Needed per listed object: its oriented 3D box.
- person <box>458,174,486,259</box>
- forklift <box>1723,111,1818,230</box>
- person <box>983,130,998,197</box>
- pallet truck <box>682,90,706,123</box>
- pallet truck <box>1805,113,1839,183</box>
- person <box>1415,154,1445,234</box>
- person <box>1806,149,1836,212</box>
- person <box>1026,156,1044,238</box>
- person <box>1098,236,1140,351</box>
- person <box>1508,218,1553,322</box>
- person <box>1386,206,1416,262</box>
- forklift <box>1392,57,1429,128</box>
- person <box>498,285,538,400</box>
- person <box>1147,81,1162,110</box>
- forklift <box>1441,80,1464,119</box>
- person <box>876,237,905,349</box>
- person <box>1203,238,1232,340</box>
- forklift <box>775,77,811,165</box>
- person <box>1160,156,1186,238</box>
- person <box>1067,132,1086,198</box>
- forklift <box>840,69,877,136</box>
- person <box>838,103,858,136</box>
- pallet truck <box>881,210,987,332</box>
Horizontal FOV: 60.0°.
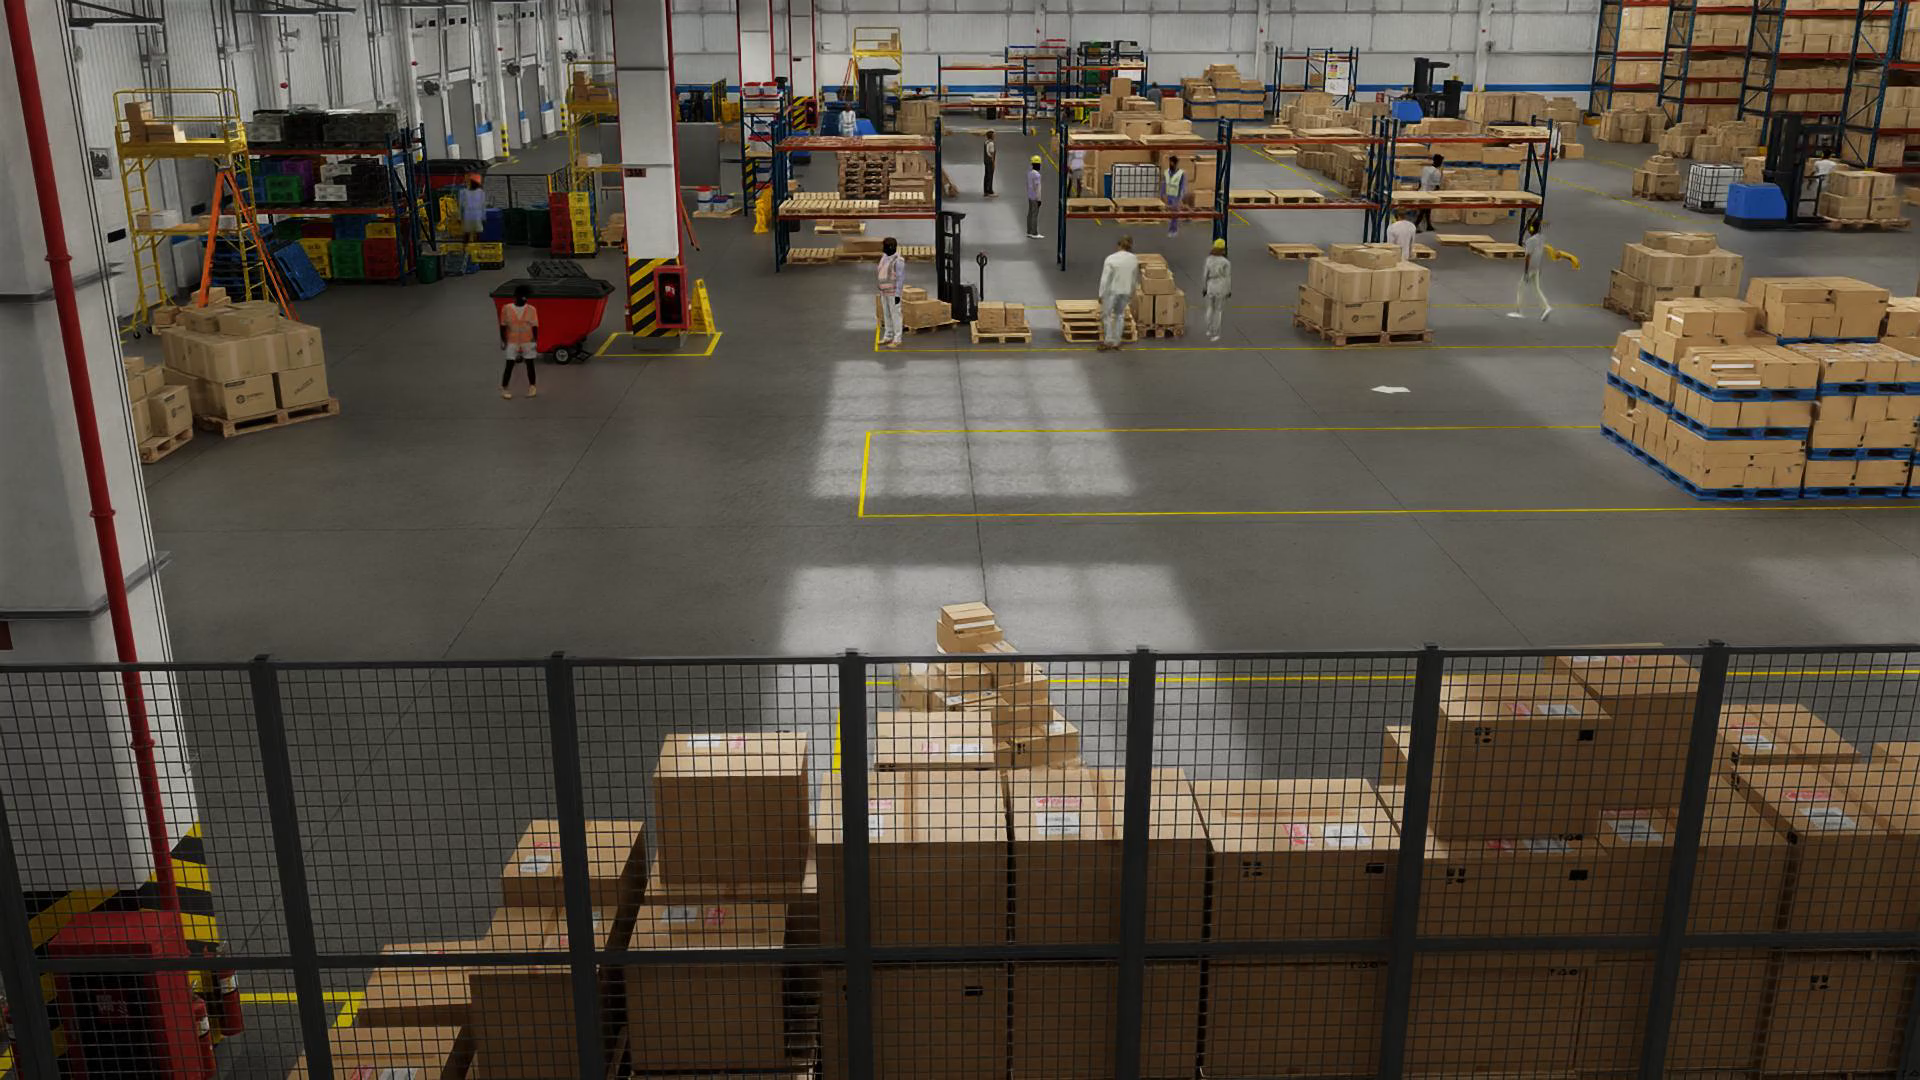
[{"bbox_3d":[-10.660,-7.026,36.248,0.679,1.886,0.494,-8,20,-22],"label":"person"},{"bbox_3d":[20.028,-9.057,40.740,1.873,2.768,1.129,-1,19,-2],"label":"forklift"},{"bbox_3d":[0.845,-10.642,47.035,0.344,1.847,0.505,-9,21,-26],"label":"person"},{"bbox_3d":[-9.671,-15.907,62.421,0.823,1.965,1.885,5,19,15],"label":"pallet truck"},{"bbox_3d":[26.403,-11.957,50.702,0.823,1.965,1.885,6,19,16],"label":"pallet truck"},{"bbox_3d":[11.353,-8.346,40.124,0.862,1.902,0.654,-5,19,-15],"label":"person"},{"bbox_3d":[21.801,-8.986,42.161,0.528,1.826,0.949,4,19,12],"label":"person"},{"bbox_3d":[1.774,-8.147,39.503,0.358,1.930,0.585,-8,20,-22],"label":"person"},{"bbox_3d":[2.624,-4.051,27.415,0.735,1.898,0.424,-8,20,-22],"label":"person"},{"bbox_3d":[10.337,-4.857,29.885,0.532,1.841,0.842,-11,22,-30],"label":"person"},{"bbox_3d":[8.086,-5.191,30.731,0.628,1.935,0.373,-9,21,-25],"label":"person"},{"bbox_3d":[18.965,-18.497,68.745,1.873,2.768,1.129,-1,19,-1],"label":"forklift"},{"bbox_3d":[-6.456,-2.905,24.355,0.580,1.668,0.340,-7,20,-19],"label":"person"},{"bbox_3d":[7.935,-17.783,68.099,0.627,1.928,0.502,-3,19,-9],"label":"person"},{"bbox_3d":[15.644,-13.239,53.146,1.873,2.768,1.129,-1,19,-1],"label":"forklift"},{"bbox_3d":[-1.160,-4.120,27.694,0.429,1.844,0.625,-12,22,-31],"label":"person"},{"bbox_3d":[4.393,-4.265,28.311,0.485,1.730,0.452,13,23,34],"label":"person"},{"bbox_3d":[-5.920,-13.893,55.085,1.873,2.768,1.129,-1,19,-1],"label":"forklift"},{"bbox_3d":[5.014,-8.175,39.626,0.708,1.894,0.618,-17,25,-42],"label":"person"},{"bbox_3d":[3.230,-10.321,46.038,0.545,1.864,0.975,-6,19,-16],"label":"person"},{"bbox_3d":[-3.352,-15.533,59.950,1.873,2.768,1.129,-10,21,-28],"label":"forklift"},{"bbox_3d":[-3.869,-14.168,57.510,0.687,1.830,0.908,-2,19,-7],"label":"person"},{"bbox_3d":[-0.493,-4.759,29.349,1.885,1.965,0.823,-13,23,-34],"label":"pallet truck"}]
